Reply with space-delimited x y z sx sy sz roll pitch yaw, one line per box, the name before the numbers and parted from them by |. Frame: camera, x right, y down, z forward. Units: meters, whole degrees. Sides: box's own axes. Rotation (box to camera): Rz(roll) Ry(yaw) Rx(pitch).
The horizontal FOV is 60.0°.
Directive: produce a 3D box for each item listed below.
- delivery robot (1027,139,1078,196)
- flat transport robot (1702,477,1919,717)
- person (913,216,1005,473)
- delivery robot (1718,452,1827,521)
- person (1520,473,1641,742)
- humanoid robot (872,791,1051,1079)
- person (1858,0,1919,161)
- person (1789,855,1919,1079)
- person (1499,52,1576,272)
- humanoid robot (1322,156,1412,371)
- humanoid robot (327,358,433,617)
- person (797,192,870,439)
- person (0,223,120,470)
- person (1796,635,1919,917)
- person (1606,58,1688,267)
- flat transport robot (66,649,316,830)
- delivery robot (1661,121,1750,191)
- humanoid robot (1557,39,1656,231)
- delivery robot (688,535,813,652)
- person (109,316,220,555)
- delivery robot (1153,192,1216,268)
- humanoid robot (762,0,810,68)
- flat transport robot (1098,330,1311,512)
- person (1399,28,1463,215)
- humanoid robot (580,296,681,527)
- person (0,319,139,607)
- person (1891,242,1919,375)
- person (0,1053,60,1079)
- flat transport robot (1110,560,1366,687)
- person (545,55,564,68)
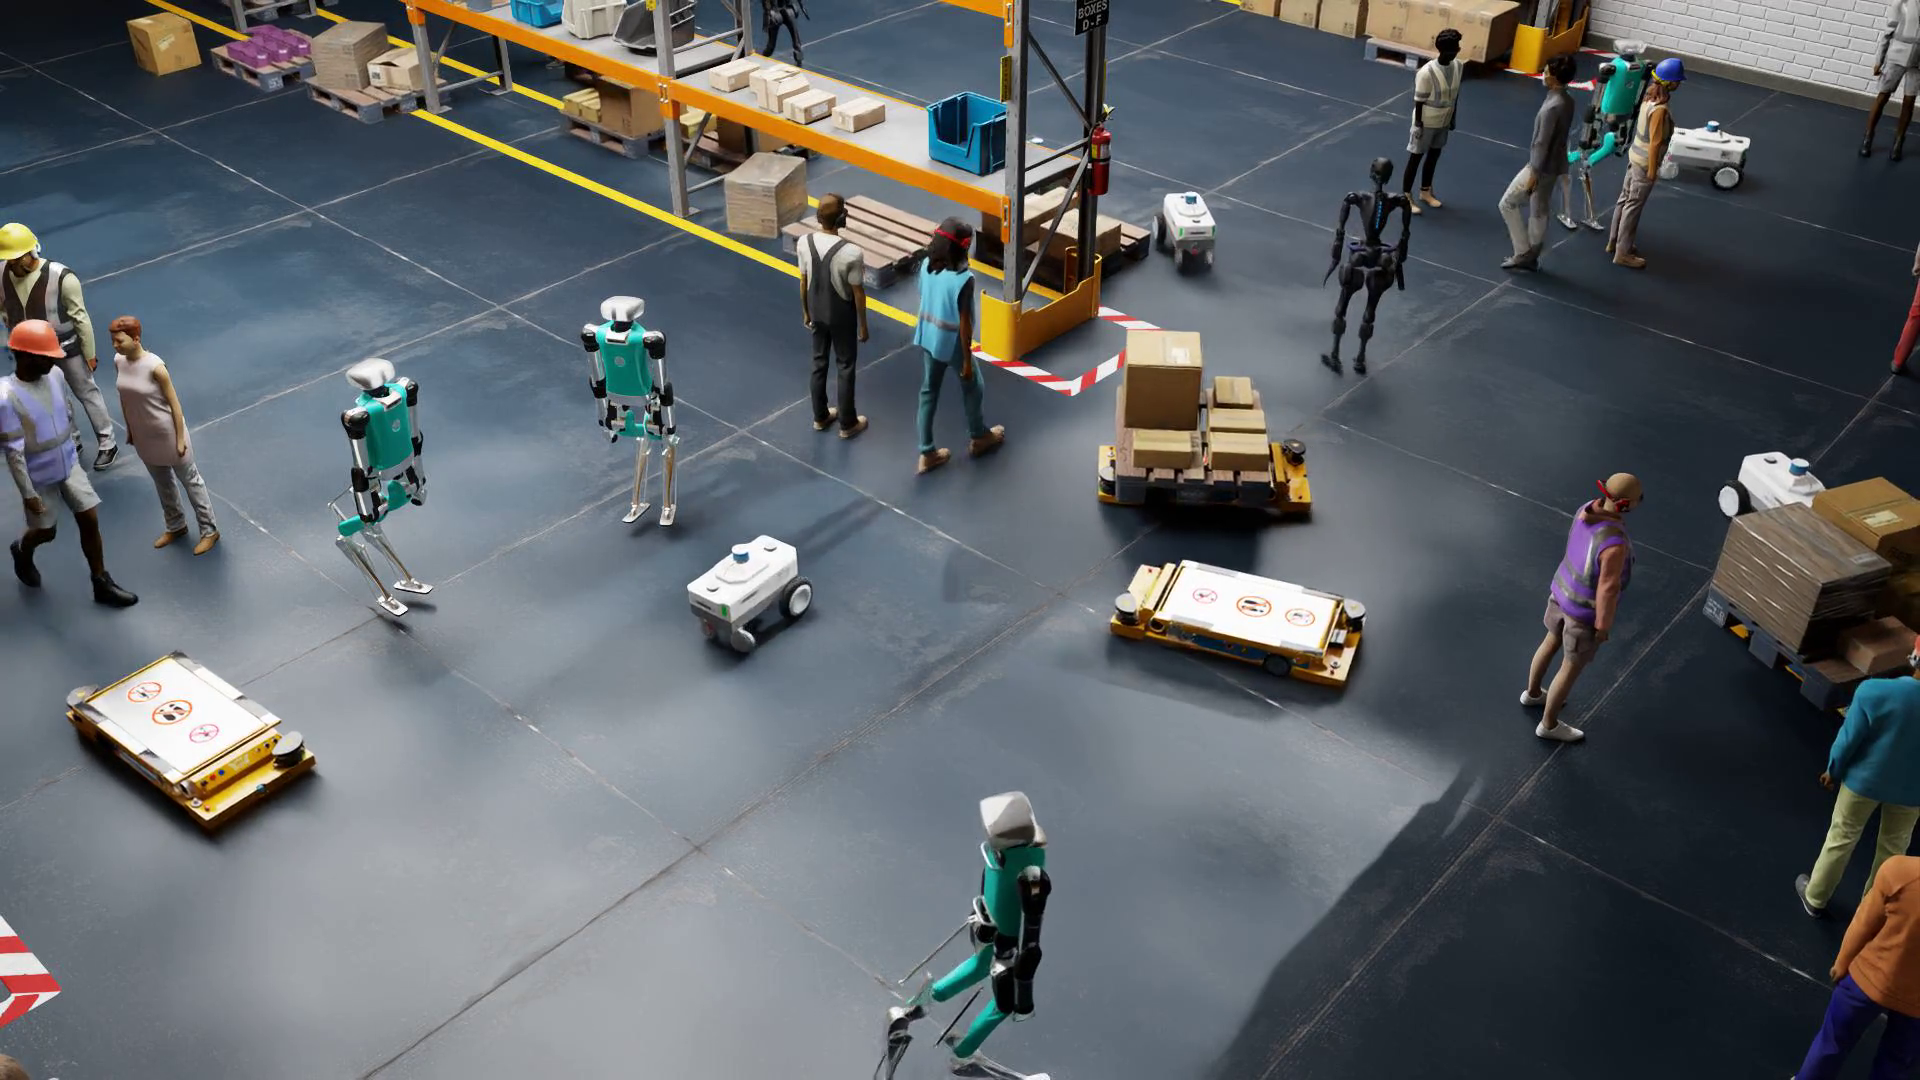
delivery robot | 0.721 -3.464 15.550 0.499 0.565 0.745 -21 40 -27
flat transport robot | 5.199 0.694 9.805 0.659 0.231 1.431 -12 36 -17
person | 0.008 -1.370 11.404 0.571 1.839 0.806 30 44 36
delivery robot | 5.436 -0.266 10.952 0.499 0.603 0.794 -8 35 -11
person | 3.392 0.354 9.052 0.354 1.685 0.486 -1 35 -2
humanoid robot | -0.073 1.819 6.910 0.996 1.778 0.530 -10 36 -14
person | 9.153 -4.635 16.071 0.551 1.922 0.387 15 37 21
person | 3.822 1.786 6.732 0.515 1.972 0.404 18 39 24
person | 4.862 -3.137 13.930 0.472 1.883 0.558 25 42 32
humanoid robot | 3.083 -2.086 12.598 0.609 1.631 0.416 1 35 2
humanoid robot | -3.529 -0.352 9.910 0.735 1.677 0.533 16 38 22
person | -0.878 -1.561 11.696 0.508 1.837 0.358 15 37 20
person | -6.192 -1.317 11.355 0.590 1.825 0.403 3 35 5
person | 4.405 1.109 7.896 0.562 1.751 0.340 11 36 16
person | 5.839 -3.214 14.138 0.310 1.778 0.469 4 35 6
flat transport robot | -4.305 1.070 9.260 1.431 0.231 0.659 24 41 30
delivery robot | 7.166 -3.691 15.923 0.812 0.614 0.499 14 37 20
humanoid robot | 5.611 -3.622 14.714 0.546 1.747 0.678 -10 36 -14
delivery robot | -1.289 0.289 10.146 0.516 0.602 0.773 23 41 29
person | -5.089 -0.662 10.542 0.441 1.661 0.285 10 36 14
delivery robot | 2.000 -2.751 14.533 0.499 0.583 0.767 -3 35 -4
humanoid robot | -1.947 -5.773 17.978 0.765 1.638 0.592 29 44 35
flat transport robot | 1.678 -0.473 11.496 1.431 0.231 0.659 3 35 4
person | 4.280 -3.789 15.044 0.532 1.693 0.320 -20 39 -26
humanoid robot | -2.014 -0.888 10.687 0.533 1.677 0.735 7 35 9
person | -5.560 -0.450 10.042 0.806 1.884 0.603 13 37 18
person | 7.399 -2.015 12.415 0.524 1.764 0.326 27 43 34
person | -3.272 2.436 6.054 0.338 1.658 0.481 12 36 16
flat transport robot | 1.695 0.477 10.120 1.431 0.231 0.659 13 37 18
person | -4.571 -6.113 18.360 0.336 1.748 0.565 -5 35 -7
